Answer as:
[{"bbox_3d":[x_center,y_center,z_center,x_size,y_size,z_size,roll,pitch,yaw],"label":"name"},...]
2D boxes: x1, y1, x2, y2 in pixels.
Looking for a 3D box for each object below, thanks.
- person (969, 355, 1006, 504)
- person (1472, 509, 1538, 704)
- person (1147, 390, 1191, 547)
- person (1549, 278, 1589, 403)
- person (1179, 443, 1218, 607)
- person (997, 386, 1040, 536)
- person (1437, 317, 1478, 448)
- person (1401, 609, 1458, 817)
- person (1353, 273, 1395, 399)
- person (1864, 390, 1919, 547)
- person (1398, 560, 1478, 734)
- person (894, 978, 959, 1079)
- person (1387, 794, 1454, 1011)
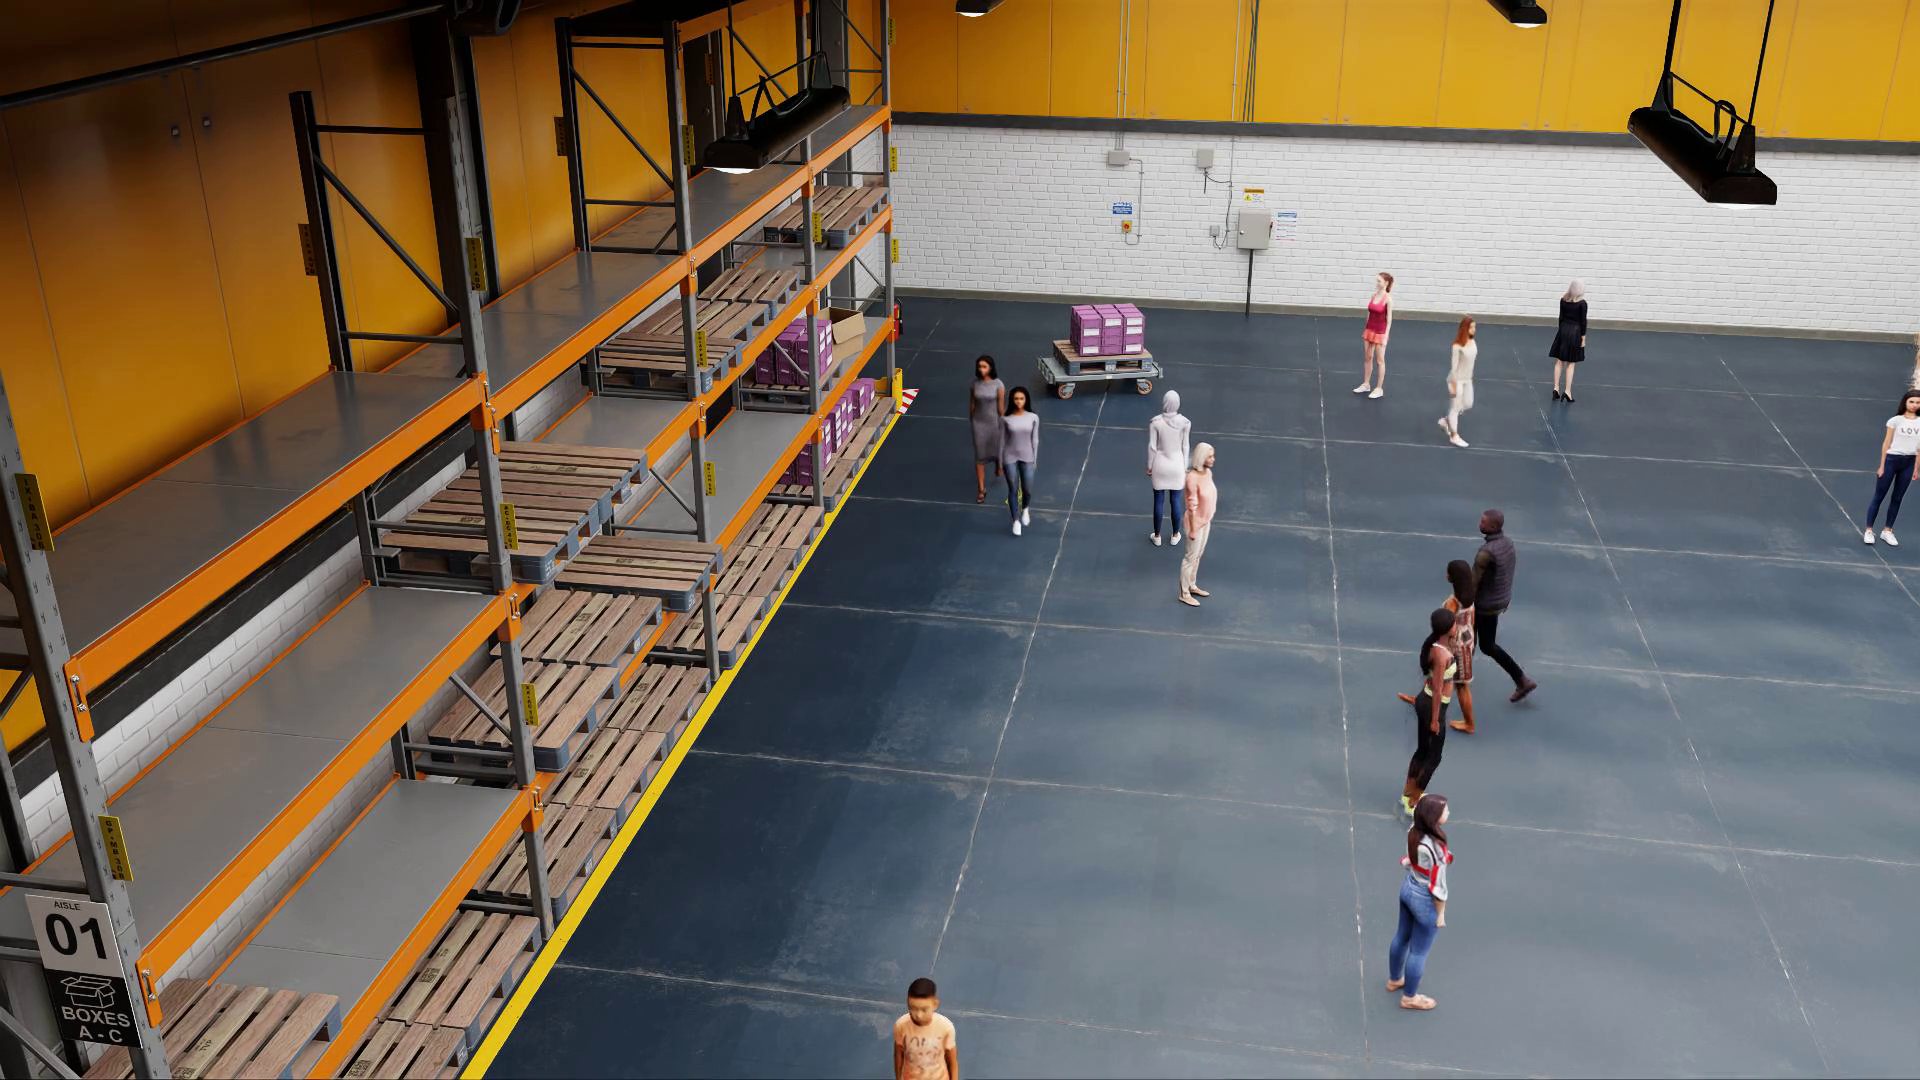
[{"bbox_3d":[0.334,-1.337,19.623,0.621,1.768,0.917,6,24,14],"label":"person"},{"bbox_3d":[4.886,0.617,15.109,1.117,1.802,1.221,16,28,32],"label":"person"},{"bbox_3d":[2.295,-0.794,18.370,0.624,1.775,0.558,2,24,4],"label":"person"},{"bbox_3d":[8.411,-2.766,22.917,0.748,1.747,0.696,-18,29,-35],"label":"person"},{"bbox_3d":[2.436,-0.190,17.053,0.727,1.724,0.574,13,27,27],"label":"person"},{"bbox_3d":[0.647,-0.919,18.719,0.664,1.725,0.706,0,24,0],"label":"person"},{"bbox_3d":[6.361,-2.059,21.352,0.847,1.705,0.897,-19,30,-37],"label":"person"},{"bbox_3d":[3.770,1.403,13.409,0.777,1.724,0.462,9,25,19],"label":"person"},{"bbox_3d":[5.803,-2.868,23.144,0.727,1.753,0.664,-15,28,-30],"label":"person"},{"bbox_3d":[10.362,-0.808,18.404,0.597,1.775,0.530,2,24,5],"label":"person"},{"bbox_3d":[4.417,0.966,14.548,0.970,1.612,1.040,17,29,33],"label":"person"},{"bbox_3d":[-0.179,3.155,9.762,0.641,1.434,1.003,0,24,0],"label":"person"},{"bbox_3d":[3.110,2.416,11.232,0.724,1.612,0.584,-6,24,-13],"label":"person"}]
